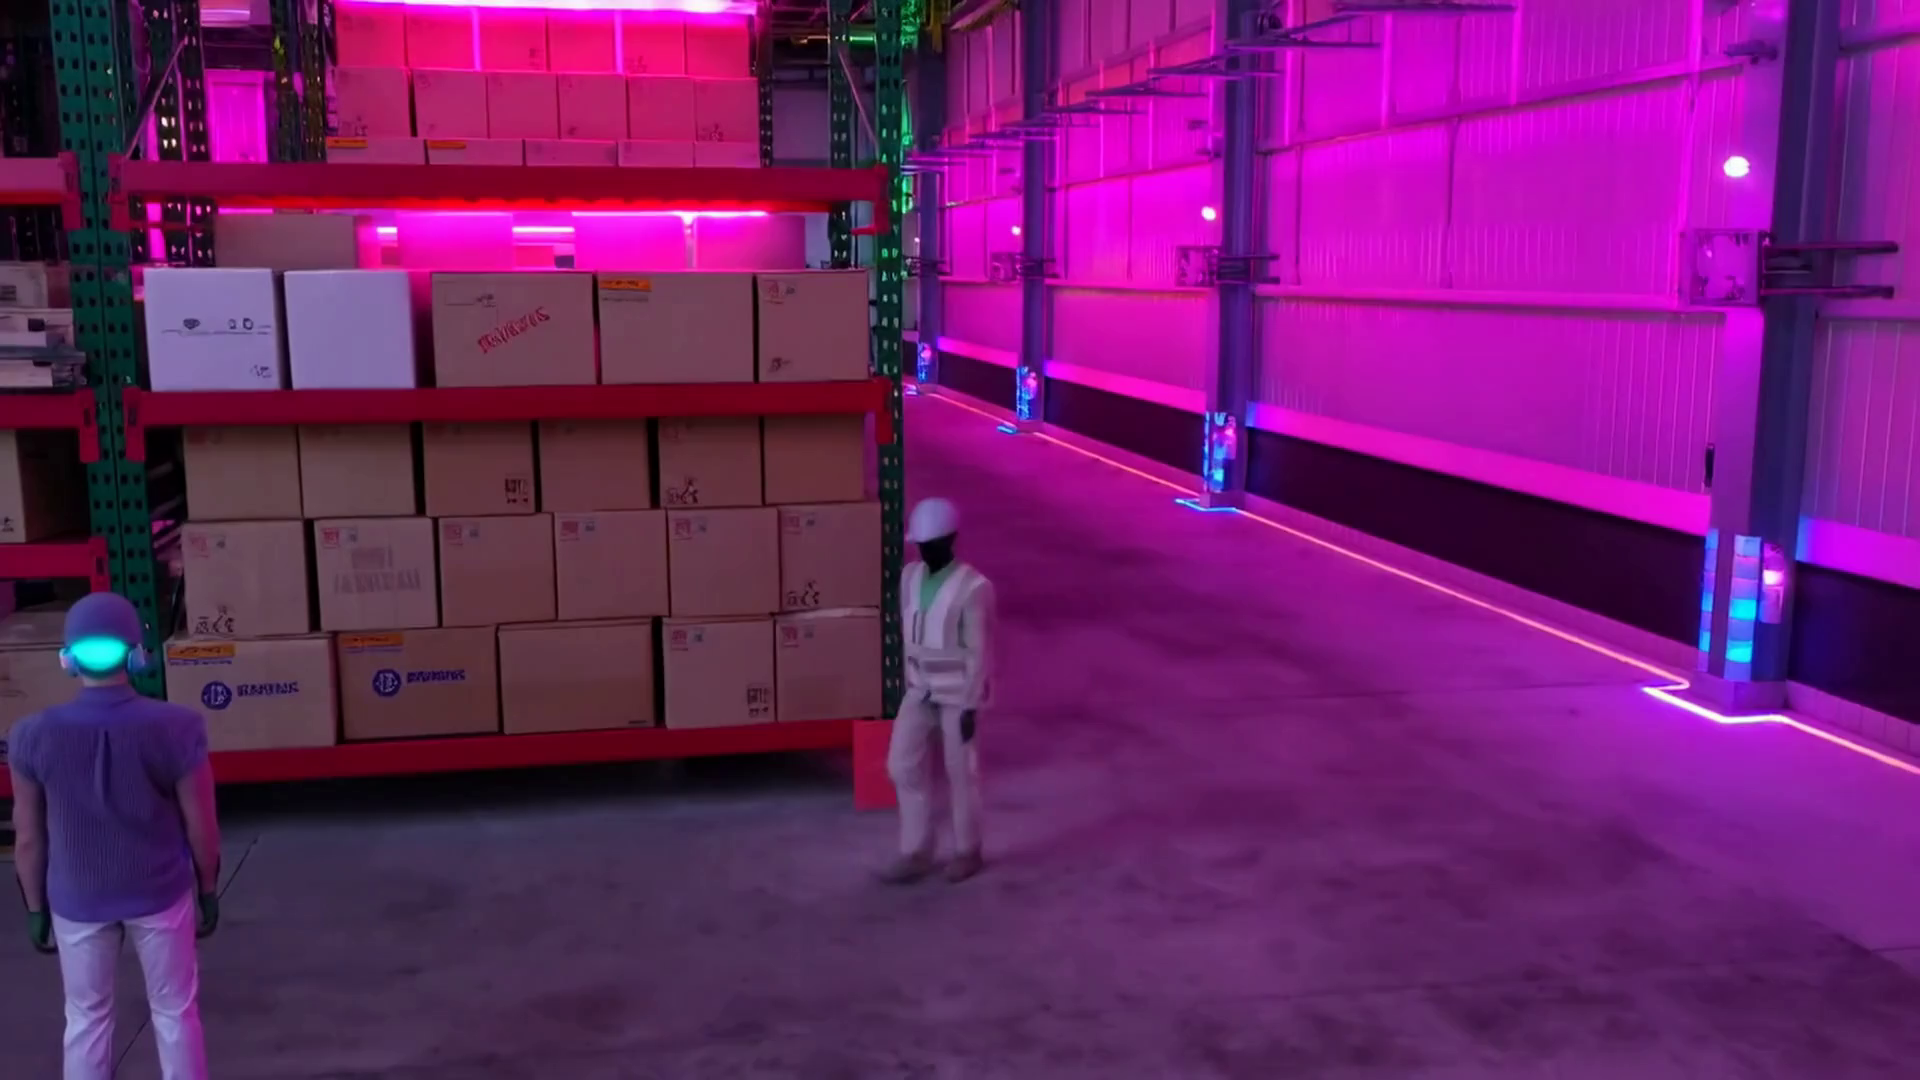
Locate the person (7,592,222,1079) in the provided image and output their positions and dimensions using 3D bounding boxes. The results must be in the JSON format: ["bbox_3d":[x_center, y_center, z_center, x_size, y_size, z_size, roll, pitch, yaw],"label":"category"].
[{"bbox_3d":[-2.763,1.155,5.498,0.611,1.985,0.415,-3,10,-18],"label":"person"}]

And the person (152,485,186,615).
[{"bbox_3d":[-5.796,0.097,12.132,0.523,1.916,0.586,-4,10,-22],"label":"person"}]

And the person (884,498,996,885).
[{"bbox_3d":[-0.131,0.755,8.081,0.633,1.924,0.652,9,13,44],"label":"person"}]
